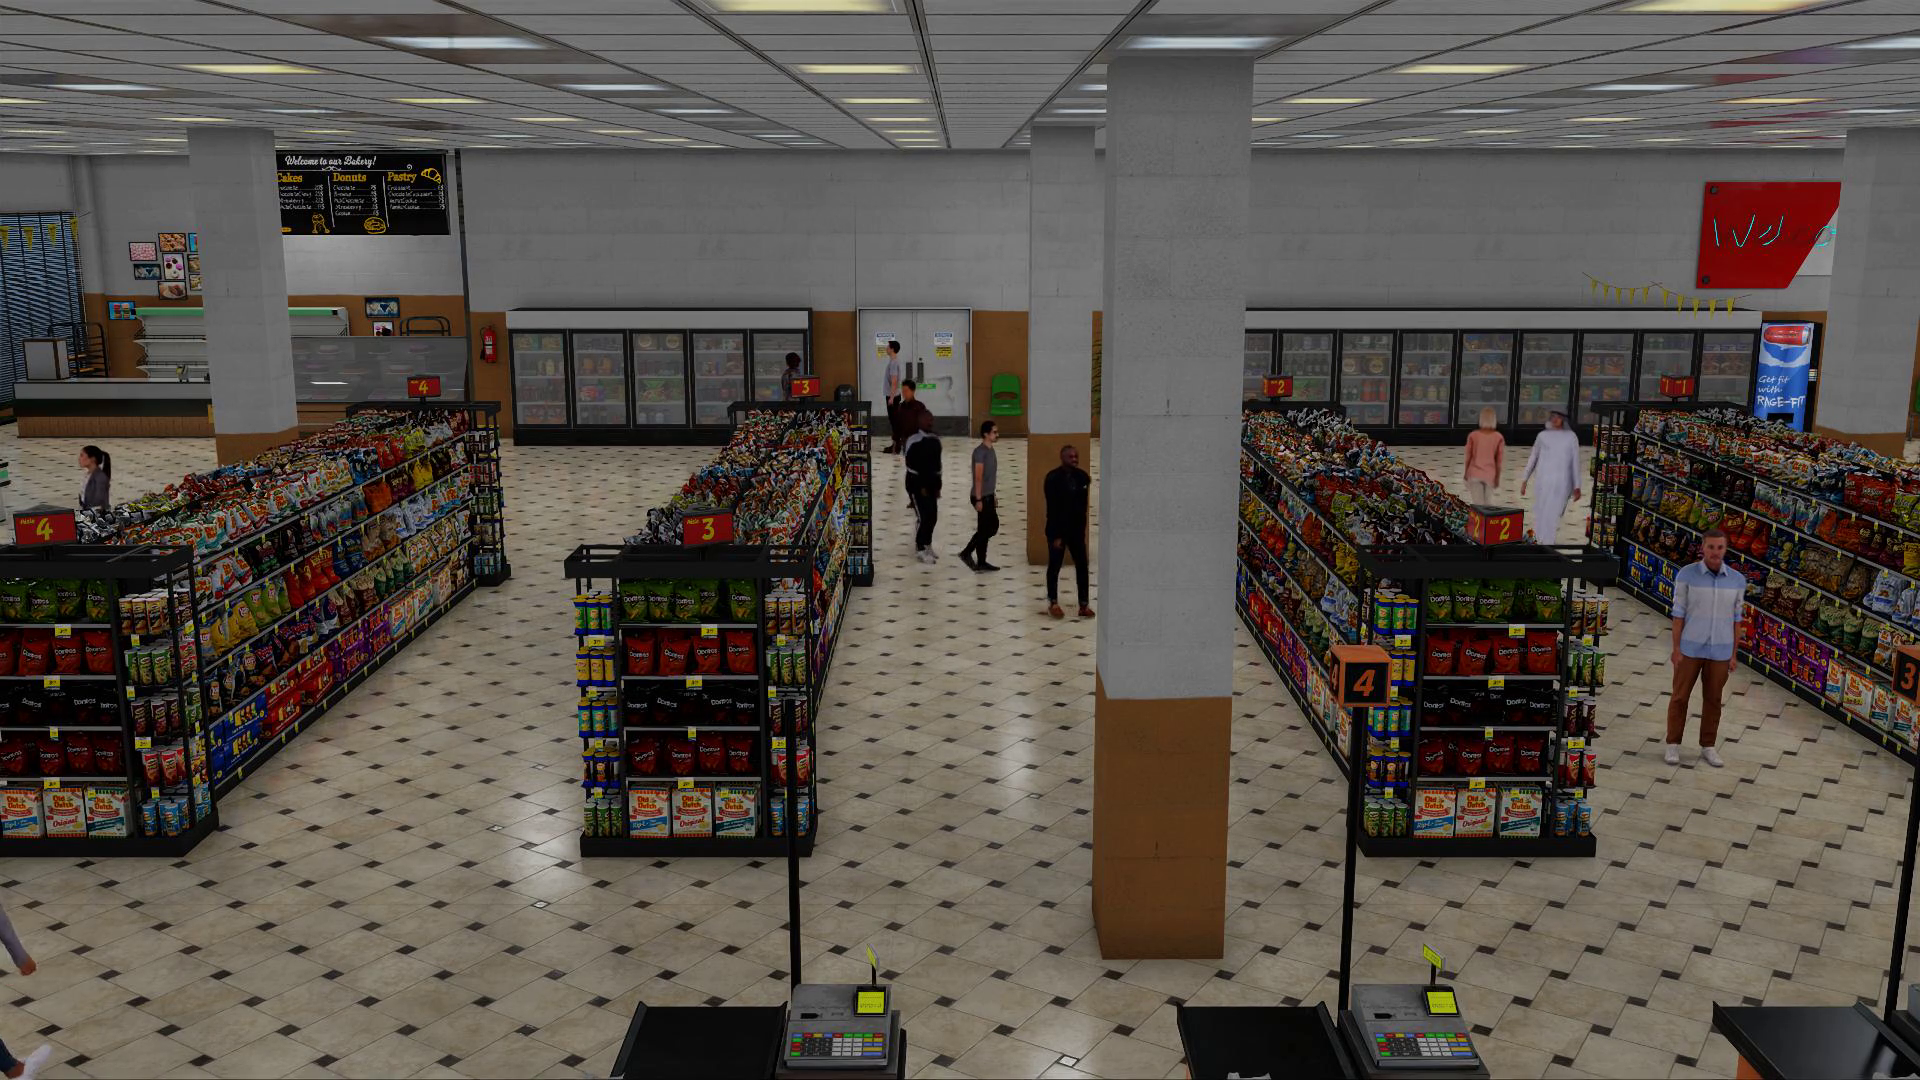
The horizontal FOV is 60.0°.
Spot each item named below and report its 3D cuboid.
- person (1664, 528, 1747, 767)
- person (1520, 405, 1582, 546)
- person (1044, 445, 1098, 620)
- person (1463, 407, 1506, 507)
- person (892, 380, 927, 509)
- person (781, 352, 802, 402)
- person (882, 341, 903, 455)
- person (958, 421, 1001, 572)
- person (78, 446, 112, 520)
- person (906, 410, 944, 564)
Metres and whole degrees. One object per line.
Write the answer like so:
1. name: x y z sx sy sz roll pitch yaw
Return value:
1. person: 5.657 0.800 12.658 0.710 1.828 0.616 2 12 8
2. person: 6.891 -0.612 19.174 1.094 1.907 1.033 -10 15 -39
3. person: 1.041 -0.089 16.965 0.929 1.793 1.074 -6 13 -25
4. person: 6.397 -0.742 20.370 0.718 1.668 1.176 2 12 9
5. person: -0.610 -1.322 22.904 0.811 1.760 0.839 7 14 28
6. person: -2.753 -2.237 27.362 0.742 1.713 0.663 8 14 33
7. person: -1.098 -2.391 27.729 0.724 1.863 0.489 1 12 3
8. person: 0.193 -0.494 19.014 0.746 1.742 0.696 3 12 13
9. person: -9.044 -0.161 17.684 1.122 1.638 1.071 -11 16 -43
10. person: -0.485 -0.645 19.557 0.949 1.814 0.890 10 15 39
